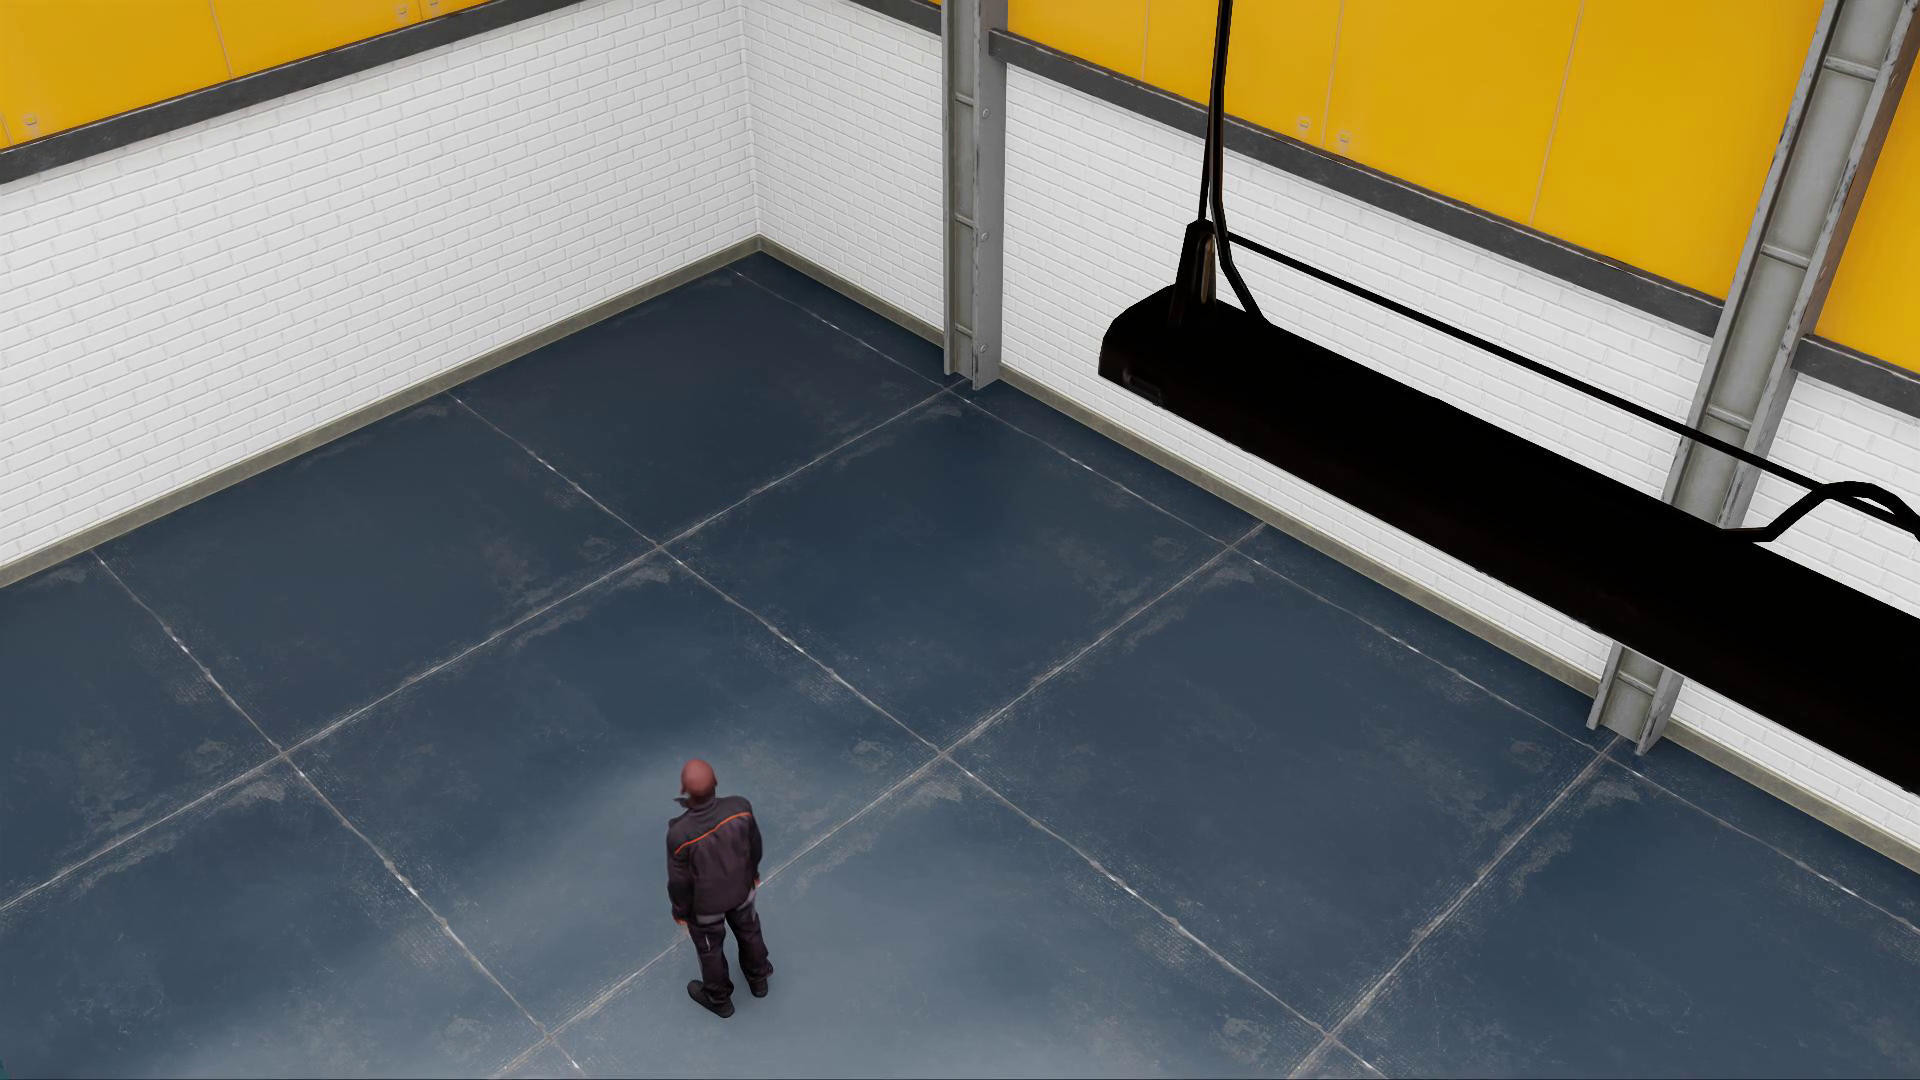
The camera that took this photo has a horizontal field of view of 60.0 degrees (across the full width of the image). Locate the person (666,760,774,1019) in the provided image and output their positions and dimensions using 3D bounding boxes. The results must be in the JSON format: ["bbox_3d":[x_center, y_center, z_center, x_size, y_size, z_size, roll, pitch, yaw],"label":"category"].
[{"bbox_3d":[-1.259,1.822,8.677,0.731,1.818,0.651,-24,45,-27],"label":"person"}]
